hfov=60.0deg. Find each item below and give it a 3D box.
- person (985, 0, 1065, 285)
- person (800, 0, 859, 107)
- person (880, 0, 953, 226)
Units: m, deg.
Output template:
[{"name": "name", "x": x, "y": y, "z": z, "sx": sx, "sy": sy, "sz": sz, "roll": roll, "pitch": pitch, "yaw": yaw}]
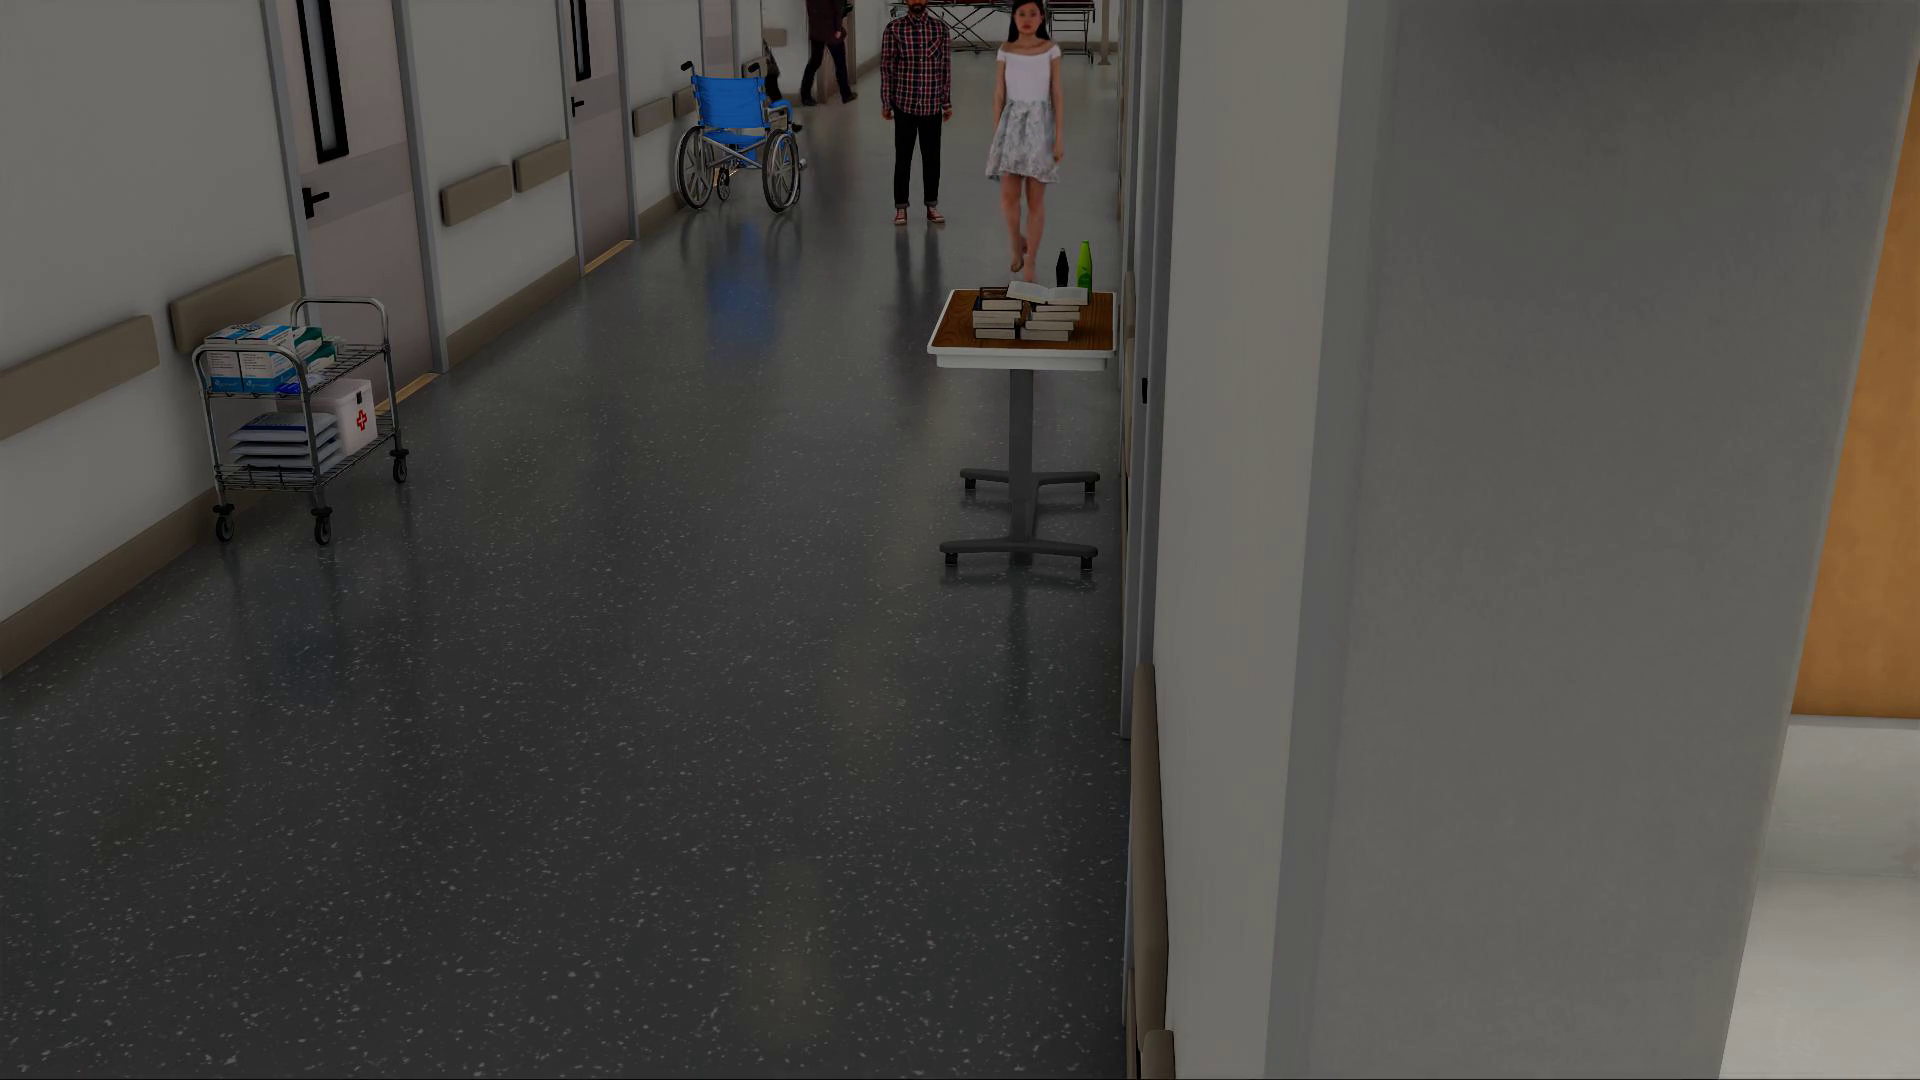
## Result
[{"name": "person", "x": 0.423, "y": -2.432, "z": 10.219, "sx": 0.614, "sy": 1.759, "sz": 0.707, "roll": 2, "pitch": 21, "yaw": 4}, {"name": "person", "x": -1.644, "y": -5.973, "z": 19.519, "sx": 1.110, "sy": 1.795, "sz": 1.337, "roll": 13, "pitch": 24, "yaw": 31}, {"name": "person", "x": -0.316, "y": -3.268, "z": 12.426, "sx": 0.766, "sy": 1.761, "sz": 0.709, "roll": -4, "pitch": 21, "yaw": -11}]
